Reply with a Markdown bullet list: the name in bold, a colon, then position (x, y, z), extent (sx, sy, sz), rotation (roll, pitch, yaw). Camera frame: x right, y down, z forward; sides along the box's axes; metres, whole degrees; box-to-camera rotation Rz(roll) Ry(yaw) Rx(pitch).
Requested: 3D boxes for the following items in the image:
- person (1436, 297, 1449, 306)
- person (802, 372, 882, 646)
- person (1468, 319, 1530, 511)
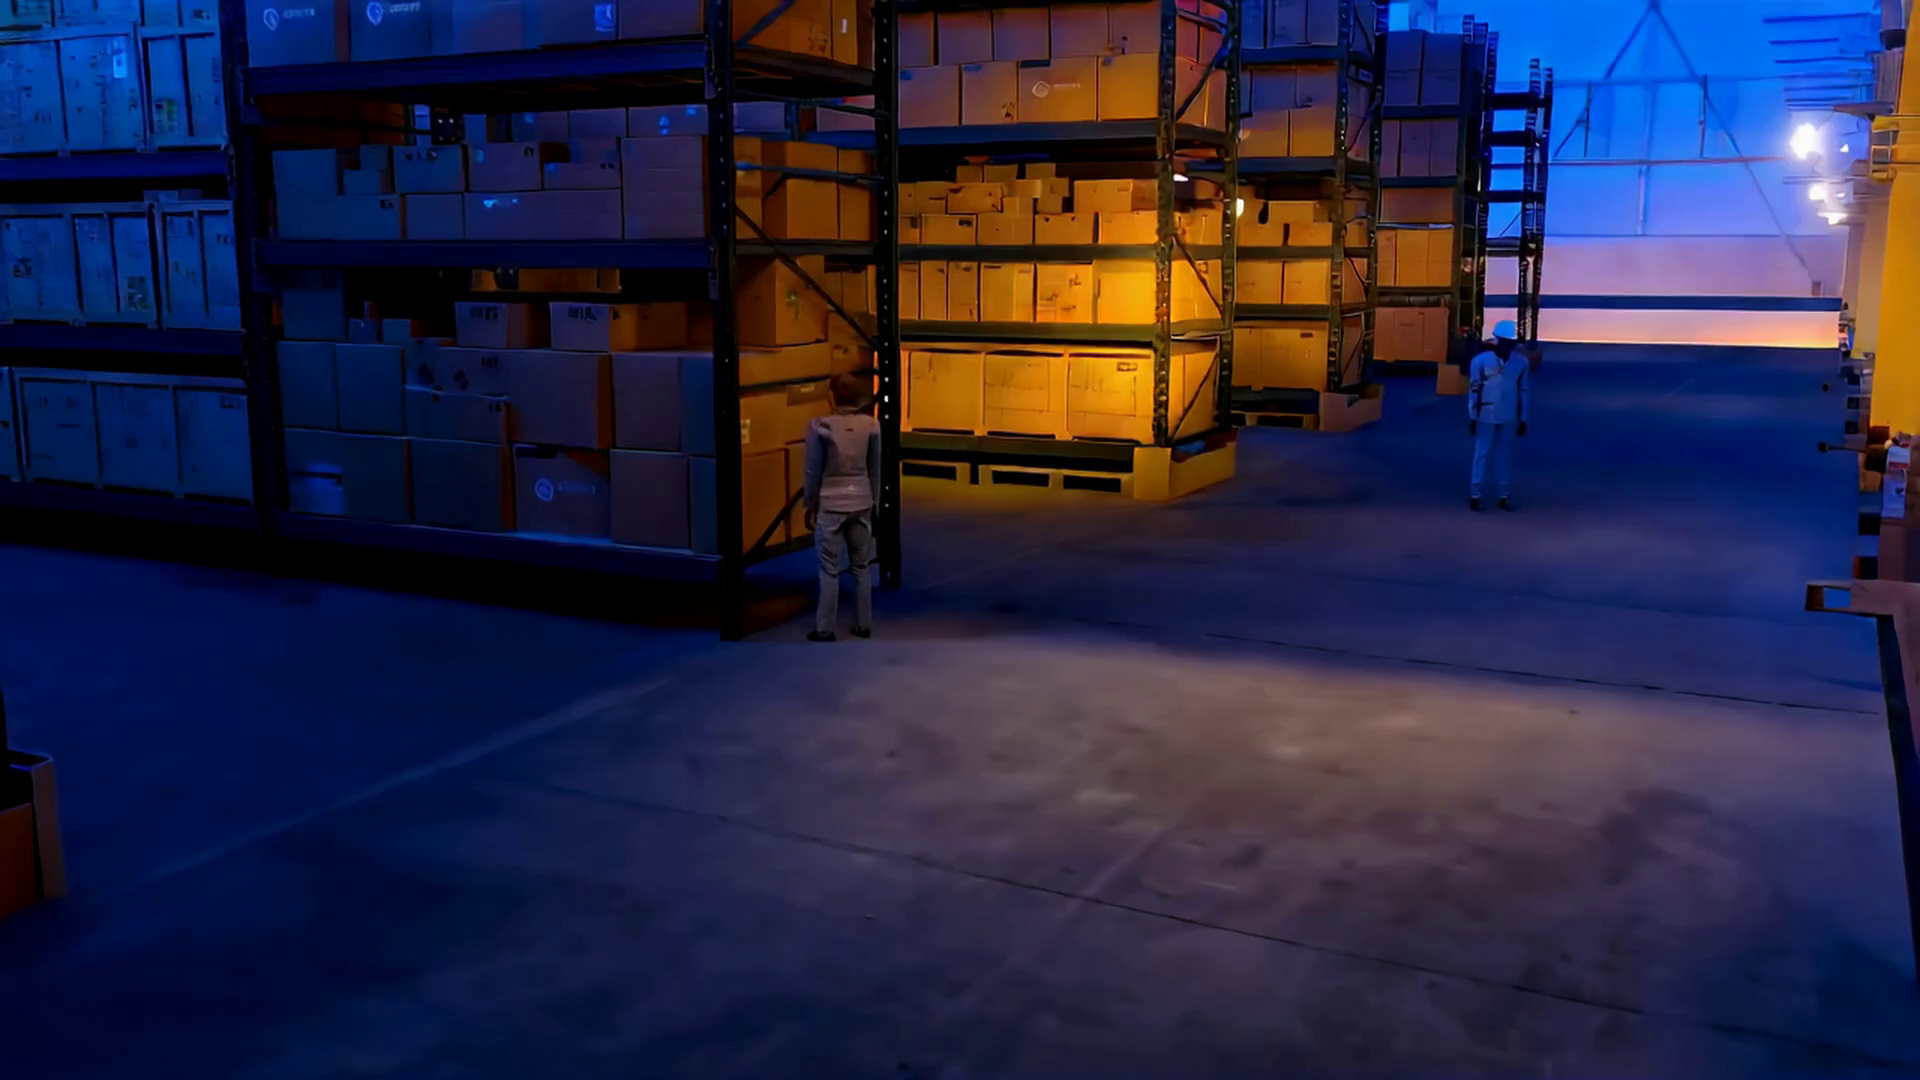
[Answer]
- **person**: position (9.570, -4.173, 32.499), extent (0.926, 1.798, 0.599), rotation (3, 10, 19)
- **person**: position (-0.691, -0.183, 9.926), extent (0.525, 1.631, 0.313), rotation (-6, 12, -33)
- **person**: position (4.885, -1.126, 15.058), extent (0.563, 1.743, 0.351), rotation (-1, 10, -4)
